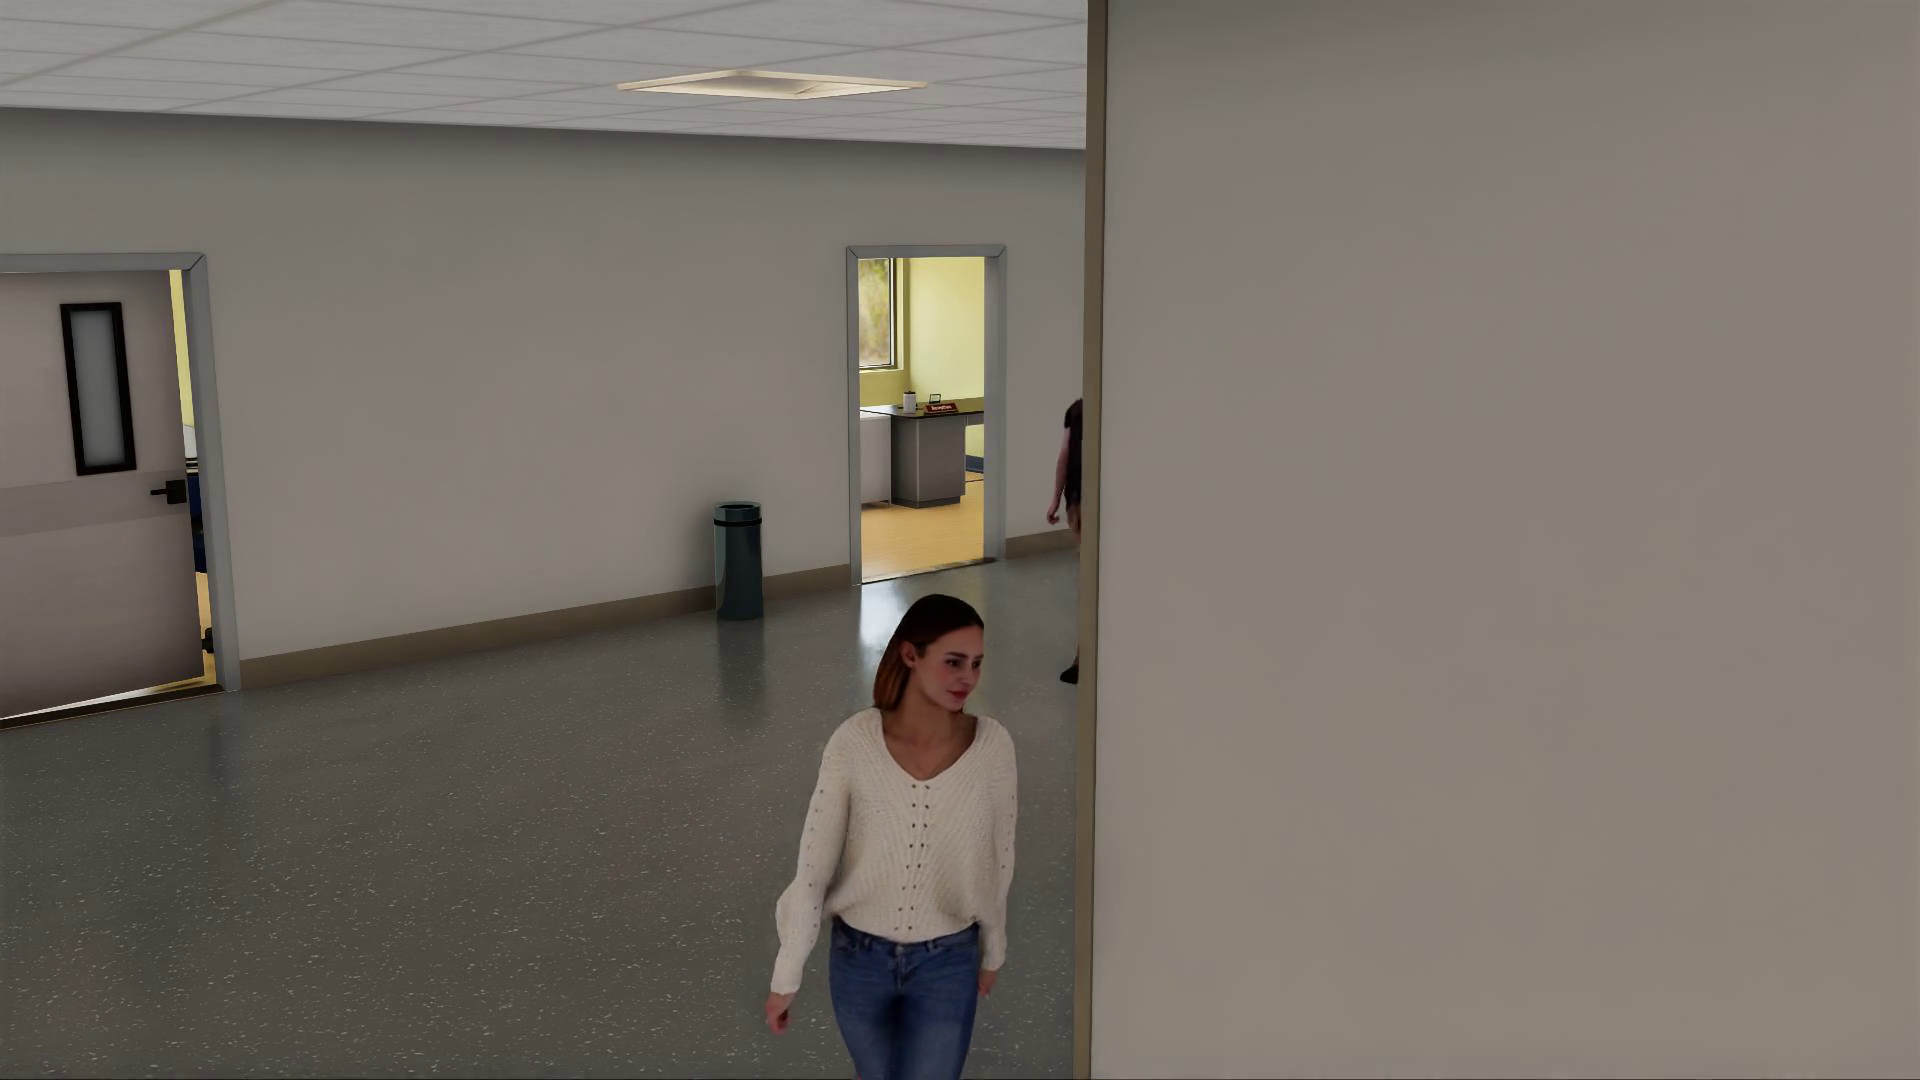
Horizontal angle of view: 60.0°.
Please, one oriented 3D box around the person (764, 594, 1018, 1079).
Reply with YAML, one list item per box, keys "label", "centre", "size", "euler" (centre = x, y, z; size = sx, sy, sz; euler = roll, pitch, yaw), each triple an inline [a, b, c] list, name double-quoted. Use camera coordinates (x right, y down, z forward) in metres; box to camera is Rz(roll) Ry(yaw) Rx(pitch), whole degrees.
- label: "person"
  centre: [-0.133, 0.942, 3.739]
  size: [1.154, 1.644, 1.182]
  euler: [1, 11, 3]
